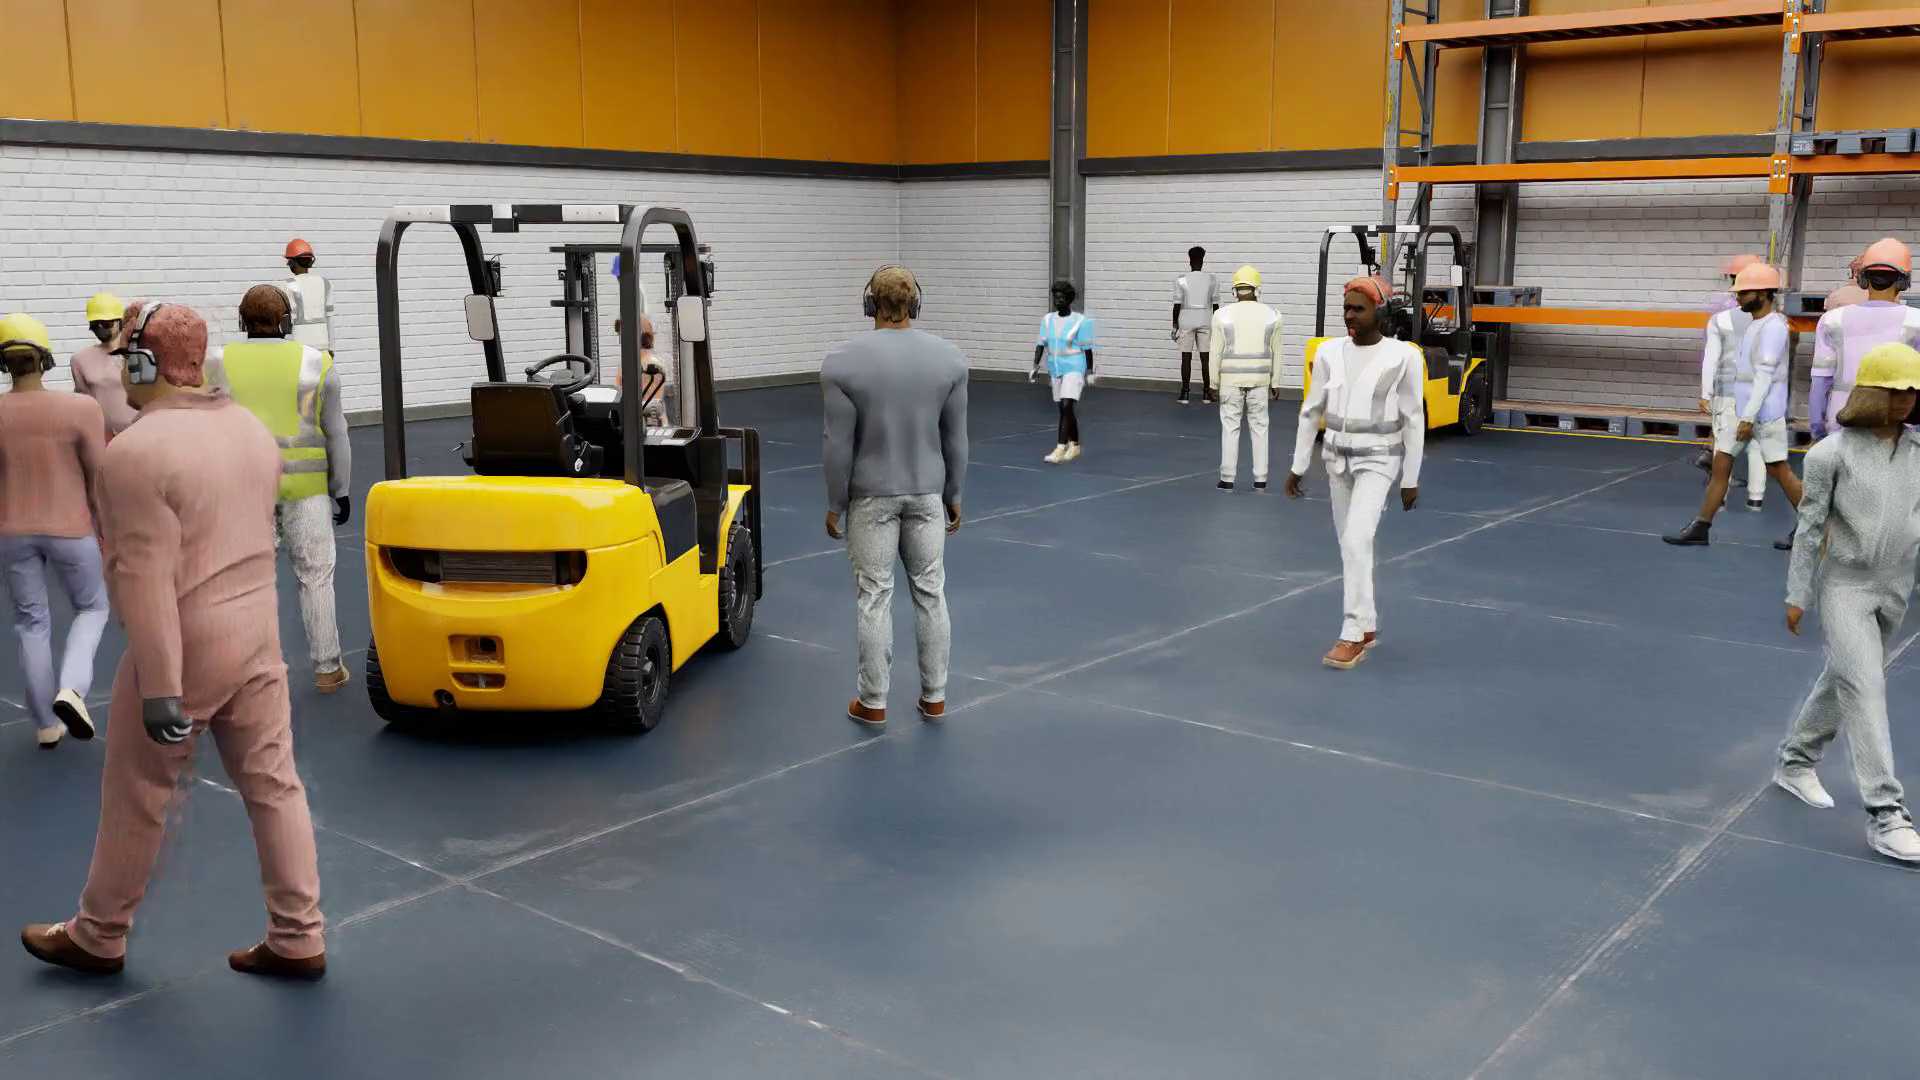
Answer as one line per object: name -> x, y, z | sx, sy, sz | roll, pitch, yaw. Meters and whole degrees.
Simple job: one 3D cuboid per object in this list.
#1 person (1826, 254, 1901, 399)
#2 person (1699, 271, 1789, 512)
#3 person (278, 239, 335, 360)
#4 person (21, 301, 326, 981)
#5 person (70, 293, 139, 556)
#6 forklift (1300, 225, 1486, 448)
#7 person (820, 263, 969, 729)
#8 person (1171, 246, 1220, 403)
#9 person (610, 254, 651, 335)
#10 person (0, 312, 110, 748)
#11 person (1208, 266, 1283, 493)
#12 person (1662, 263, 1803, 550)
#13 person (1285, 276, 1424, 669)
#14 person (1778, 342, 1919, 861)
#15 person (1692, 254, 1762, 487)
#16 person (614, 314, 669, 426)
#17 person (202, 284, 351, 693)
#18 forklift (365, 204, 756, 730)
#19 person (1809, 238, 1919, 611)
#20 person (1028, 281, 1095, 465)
person -> 8.172, -1.641, 15.179 | 0.637, 1.904, 0.403 | 1, 10, 7
person -> 5.875, -1.125, 12.507 | 0.597, 1.831, 0.403 | 2, 10, 9
person -> -6.333, -1.881, 16.112 | 0.379, 2.045, 0.605 | 6, 12, 30
person -> -2.180, 0.292, 4.554 | 0.944, 1.860, 0.665 | 3, 11, 14
person -> -5.085, -0.632, 10.096 | 0.535, 1.720, 0.893 | -1, 10, -8
forklift -> 4.449, -2.115, 16.993 | 1.214, 2.155, 2.313 | 8, 13, 38
person -> -0.273, -0.173, 6.942 | 0.629, 1.940, 0.373 | -3, 11, -17
person -> 2.940, -2.684, 20.798 | 0.614, 1.956, 0.385 | -1, 10, -3
person -> -3.537, -2.159, 18.073 | 0.451, 1.894, 0.776 | -1, 10, -8
person -> -3.654, -0.023, 6.623 | 0.543, 1.749, 0.436 | -3, 11, -15
person -> 2.291, -1.288, 13.415 | 0.602, 1.828, 0.404 | -1, 10, -3
person -> 5.245, -0.861, 10.905 | 0.986, 1.889, 0.562 | 1, 10, 7
person -> 1.867, -0.322, 7.993 | 0.752, 1.860, 0.592 | -9, 13, -39
person -> 3.119, 0.175, 5.677 | 0.501, 1.689, 0.892 | -2, 10, -9
person -> 6.376, -1.381, 13.675 | 0.398, 1.921, 0.552 | 5, 11, 26
person -> -1.916, -0.600, 10.256 | 0.806, 1.595, 0.508 | -8, 13, -38
person -> -3.048, -0.214, 7.436 | 0.634, 1.841, 0.429 | -3, 11, -17
forklift -> -1.766, -0.406, 7.525 | 1.214, 2.155, 2.313 | 1, 10, 7
person -> 4.933, -0.597, 9.005 | 0.615, 2.041, 0.378 | 9, 14, 41
person -> 0.904, -1.512, 15.133 | 0.548, 1.658, 0.807 | 9, 14, 42
